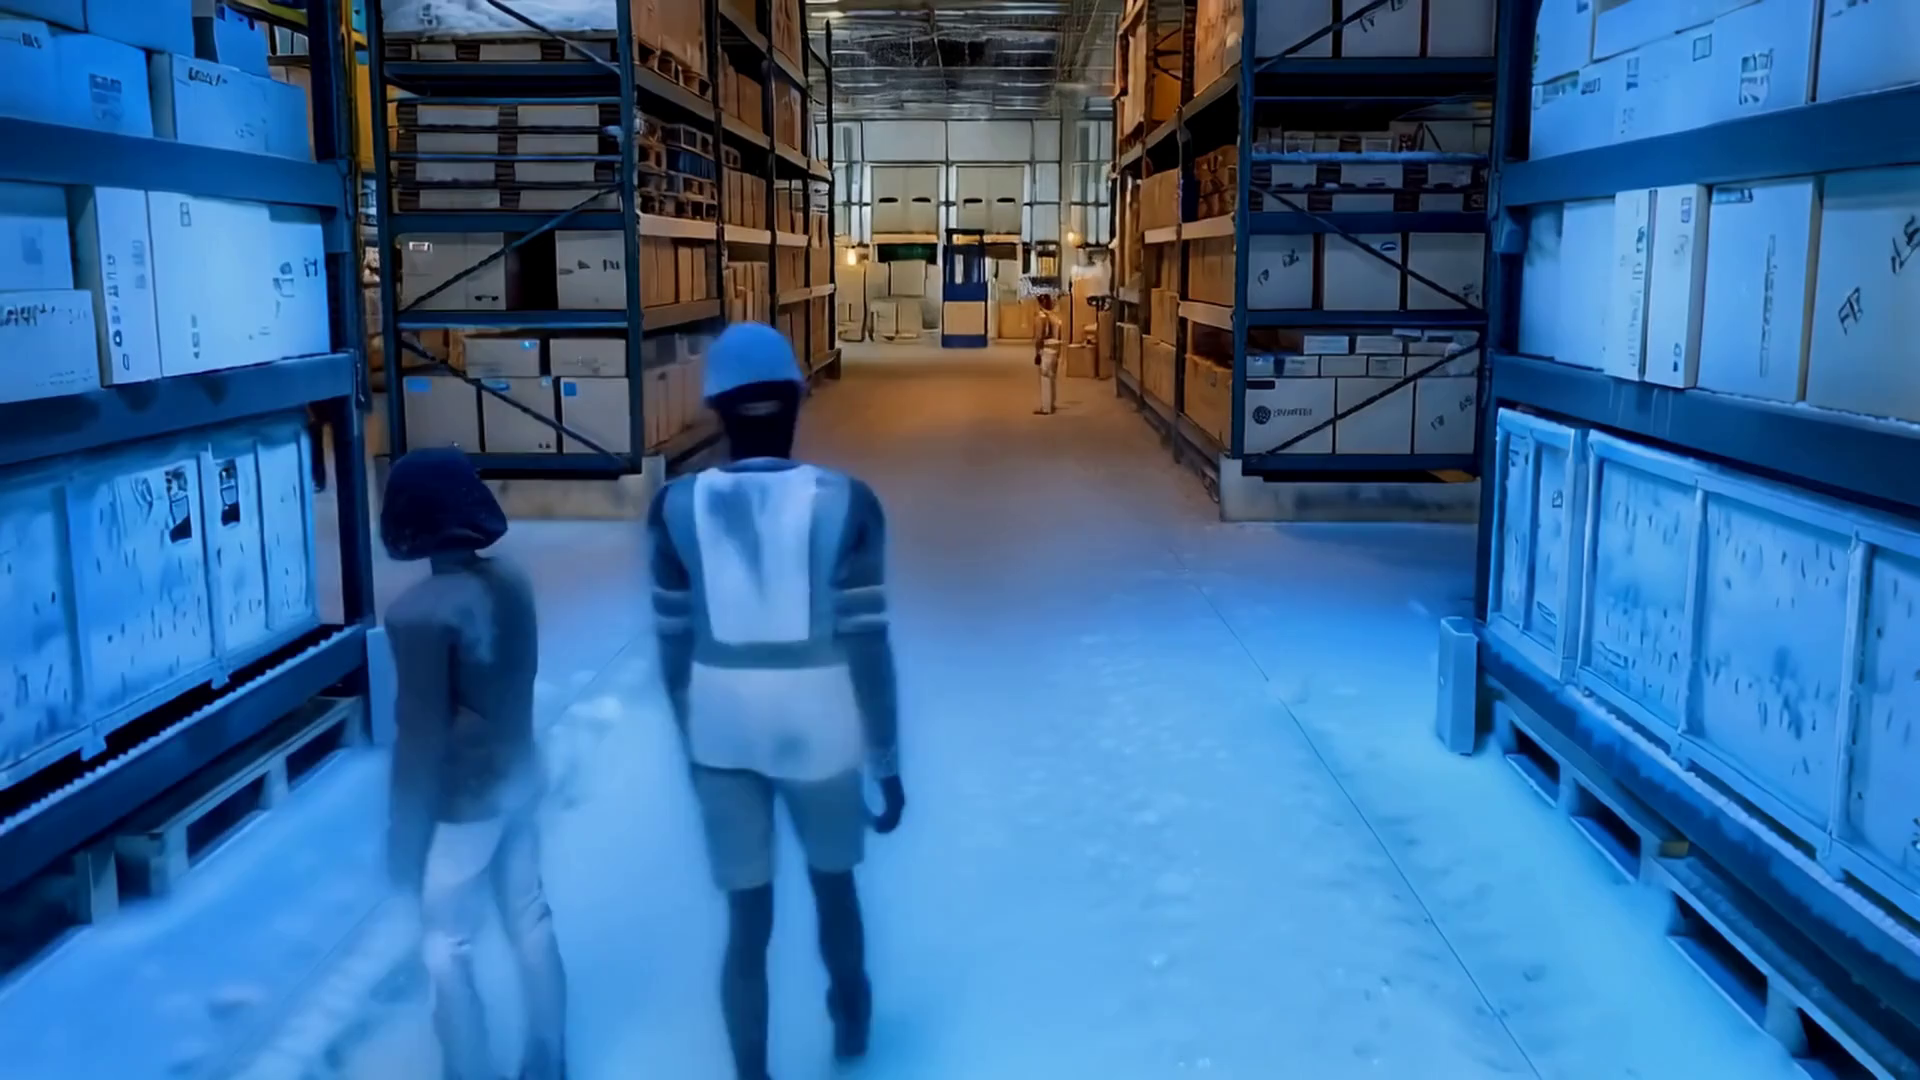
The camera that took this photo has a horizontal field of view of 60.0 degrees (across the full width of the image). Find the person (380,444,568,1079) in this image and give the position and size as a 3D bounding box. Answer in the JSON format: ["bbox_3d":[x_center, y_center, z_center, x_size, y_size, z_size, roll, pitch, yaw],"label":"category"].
[{"bbox_3d":[-1.104,0.599,3.733,0.277,1.632,0.503,3,10,16],"label":"person"}]

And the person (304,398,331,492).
[{"bbox_3d":[-5.675,-1.379,14.857,0.610,1.866,0.998,-2,10,-12],"label":"person"}]

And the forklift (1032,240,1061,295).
[{"bbox_3d":[3.172,-9.648,61.356,1.129,2.768,1.873,0,9,1],"label":"forklift"}]

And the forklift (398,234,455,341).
[{"bbox_3d":[-13.082,-6.155,40.431,1.129,2.768,1.873,0,9,1],"label":"forklift"}]

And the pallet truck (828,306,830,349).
[{"bbox_3d":[-3.100,-3.940,29.800,1.885,1.965,0.823,3,10,19],"label":"pallet truck"}]

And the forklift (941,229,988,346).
[{"bbox_3d":[0.124,-6.117,40.203,1.129,2.768,1.873,0,9,1],"label":"forklift"}]

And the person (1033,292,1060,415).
[{"bbox_3d":[1.163,-2.473,22.119,0.319,1.628,0.508,5,11,28],"label":"person"}]

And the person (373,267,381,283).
[{"bbox_3d":[-19.095,-8.015,54.599,0.602,1.887,0.932,6,11,31],"label":"person"}]

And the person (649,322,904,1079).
[{"bbox_3d":[-0.406,0.439,3.921,0.578,1.885,0.924,1,10,5],"label":"person"}]
